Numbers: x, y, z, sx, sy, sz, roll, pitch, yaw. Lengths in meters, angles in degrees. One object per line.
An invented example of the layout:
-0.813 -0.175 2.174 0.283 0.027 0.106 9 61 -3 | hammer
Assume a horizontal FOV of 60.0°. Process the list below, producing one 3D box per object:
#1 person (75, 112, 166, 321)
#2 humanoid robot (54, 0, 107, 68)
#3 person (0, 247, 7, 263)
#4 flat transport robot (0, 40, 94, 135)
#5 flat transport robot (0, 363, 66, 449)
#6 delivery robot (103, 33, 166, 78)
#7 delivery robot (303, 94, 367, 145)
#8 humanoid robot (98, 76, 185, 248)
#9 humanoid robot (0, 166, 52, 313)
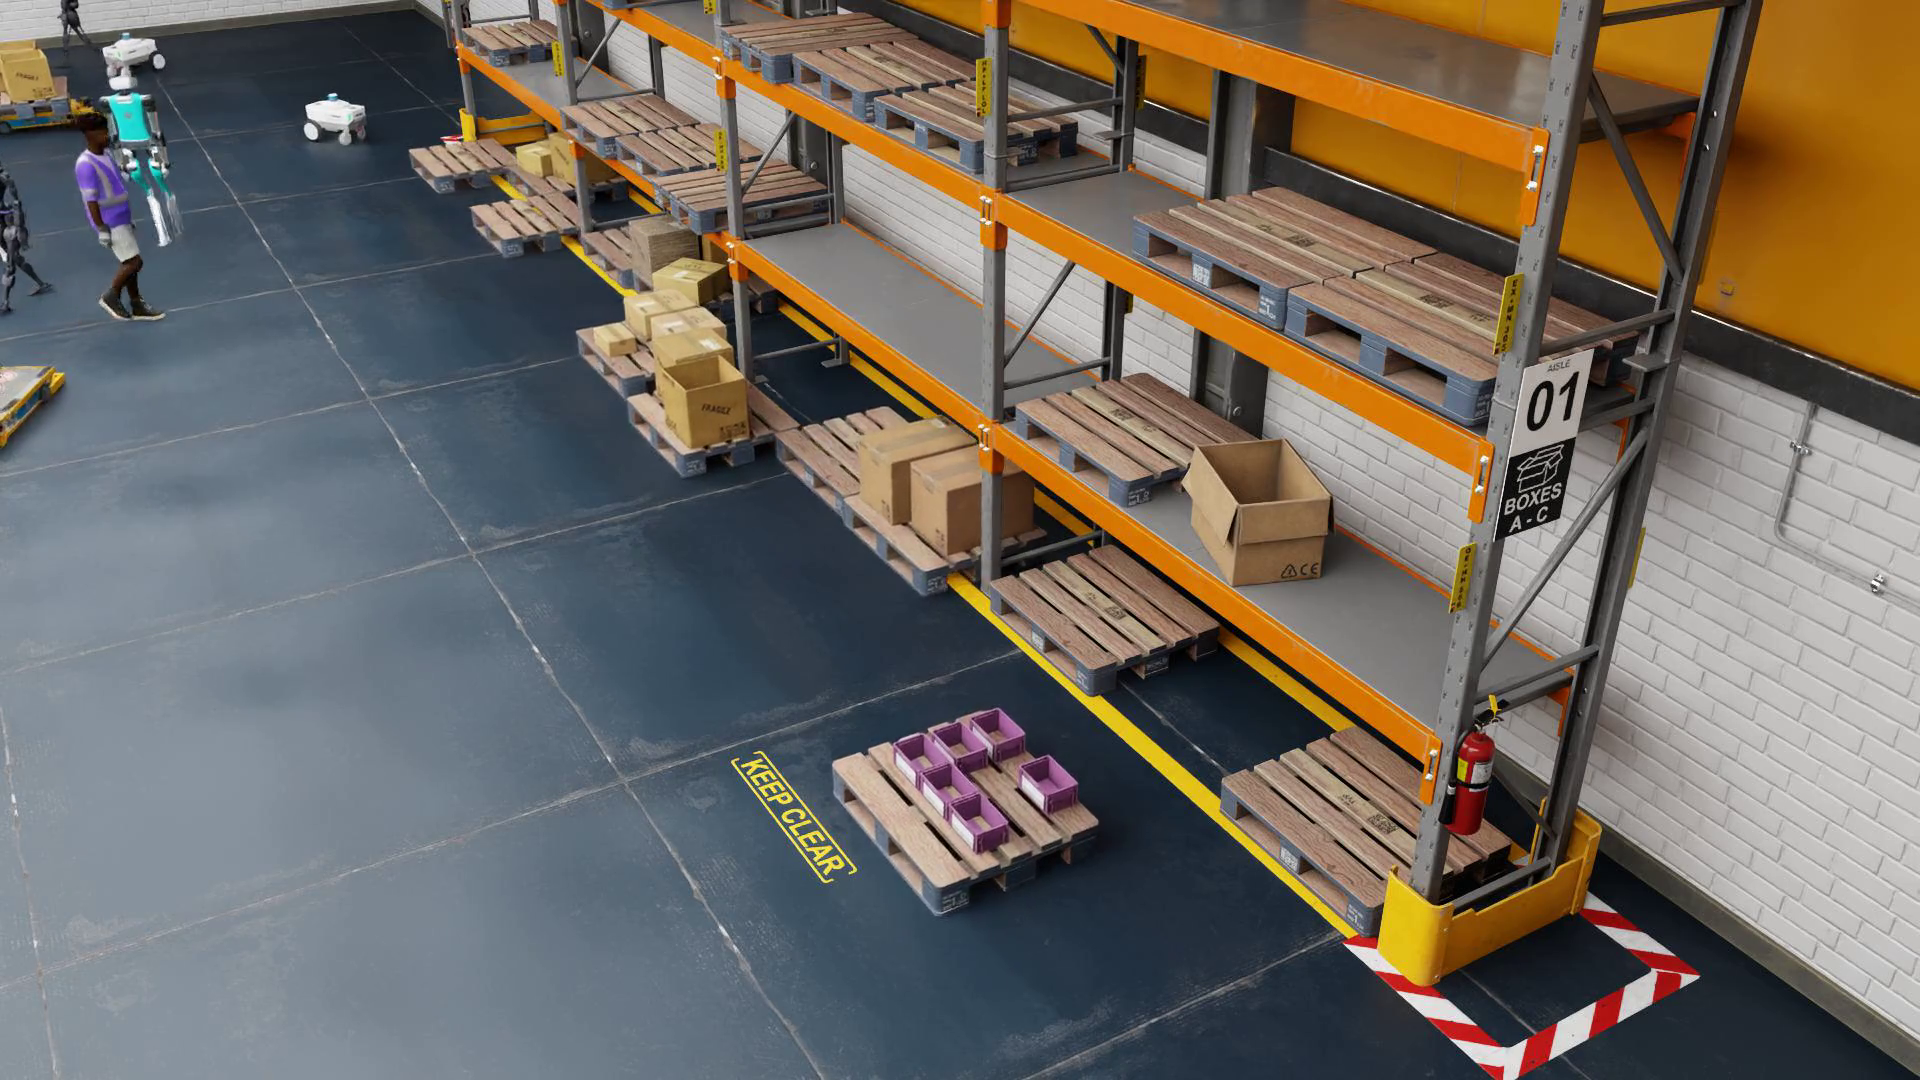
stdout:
-7.623 -2.894 15.029 0.424 1.955 0.628 -3 30 -6 | person
-12.586 -7.509 23.535 0.805 1.641 0.592 -13 32 -22 | humanoid robot
-9.797 -3.563 16.465 0.465 1.706 0.368 -6 30 -10 | person
-11.805 -5.386 21.140 1.431 0.231 0.659 -13 32 -22 | flat transport robot
-7.906 -1.079 13.536 0.659 0.231 1.431 -2 30 -4 | flat transport robot
-11.642 -6.819 23.392 0.499 0.606 0.807 12 32 20 | delivery robot
-7.716 -5.194 20.520 0.776 0.604 0.525 11 31 19 | delivery robot
-8.332 -3.879 17.103 0.539 1.879 0.760 -6 30 -10 | humanoid robot
-8.918 -2.952 15.468 0.618 1.617 0.782 9 31 15 | humanoid robot
